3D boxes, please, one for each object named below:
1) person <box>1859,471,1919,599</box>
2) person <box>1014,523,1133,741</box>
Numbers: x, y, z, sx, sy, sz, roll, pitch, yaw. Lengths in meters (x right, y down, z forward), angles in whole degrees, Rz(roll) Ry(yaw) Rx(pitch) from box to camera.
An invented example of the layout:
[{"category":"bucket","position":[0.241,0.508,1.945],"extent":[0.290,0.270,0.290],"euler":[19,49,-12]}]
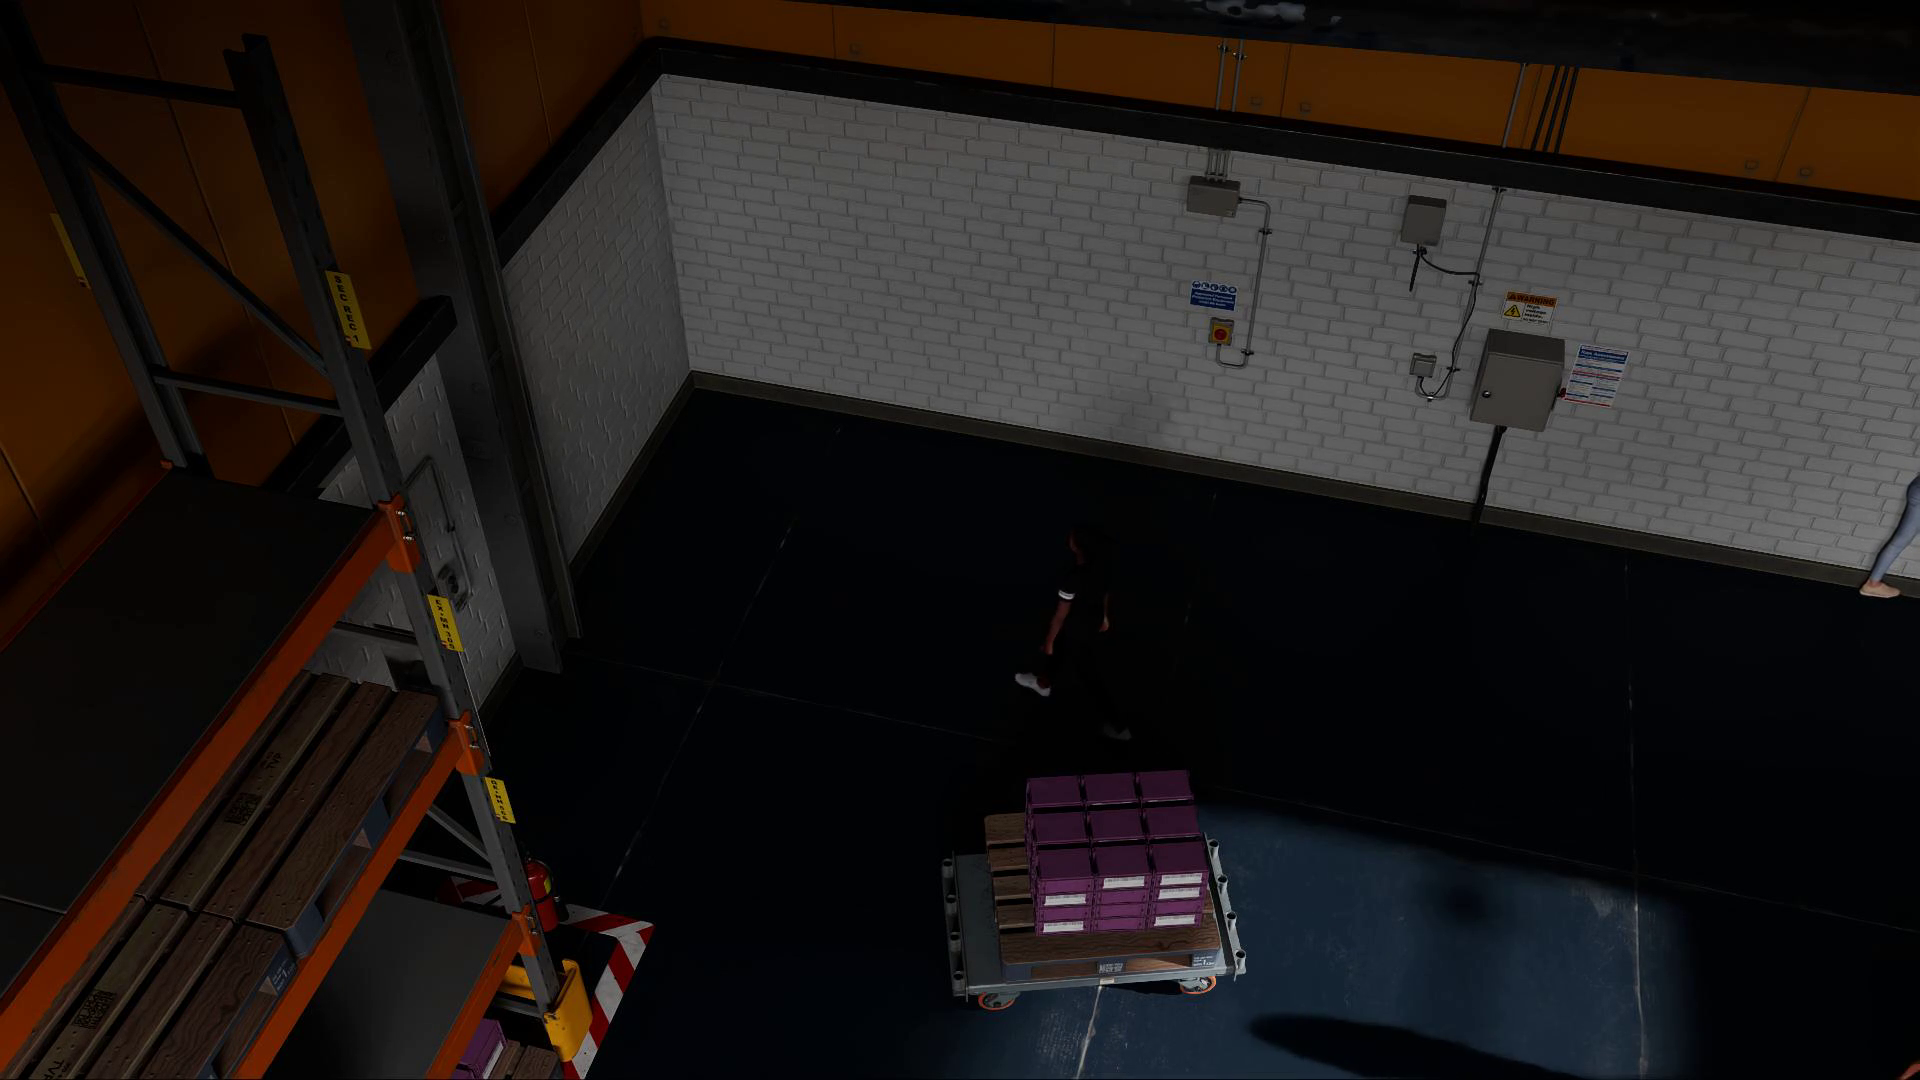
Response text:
[{"category":"person","position":[6.544,-0.336,11.320],"extent":[0.686,1.795,0.516],"euler":[2,44,2]},{"category":"person","position":[0.815,0.600,10.417],"extent":[0.961,1.687,1.181],"euler":[27,50,25]}]
